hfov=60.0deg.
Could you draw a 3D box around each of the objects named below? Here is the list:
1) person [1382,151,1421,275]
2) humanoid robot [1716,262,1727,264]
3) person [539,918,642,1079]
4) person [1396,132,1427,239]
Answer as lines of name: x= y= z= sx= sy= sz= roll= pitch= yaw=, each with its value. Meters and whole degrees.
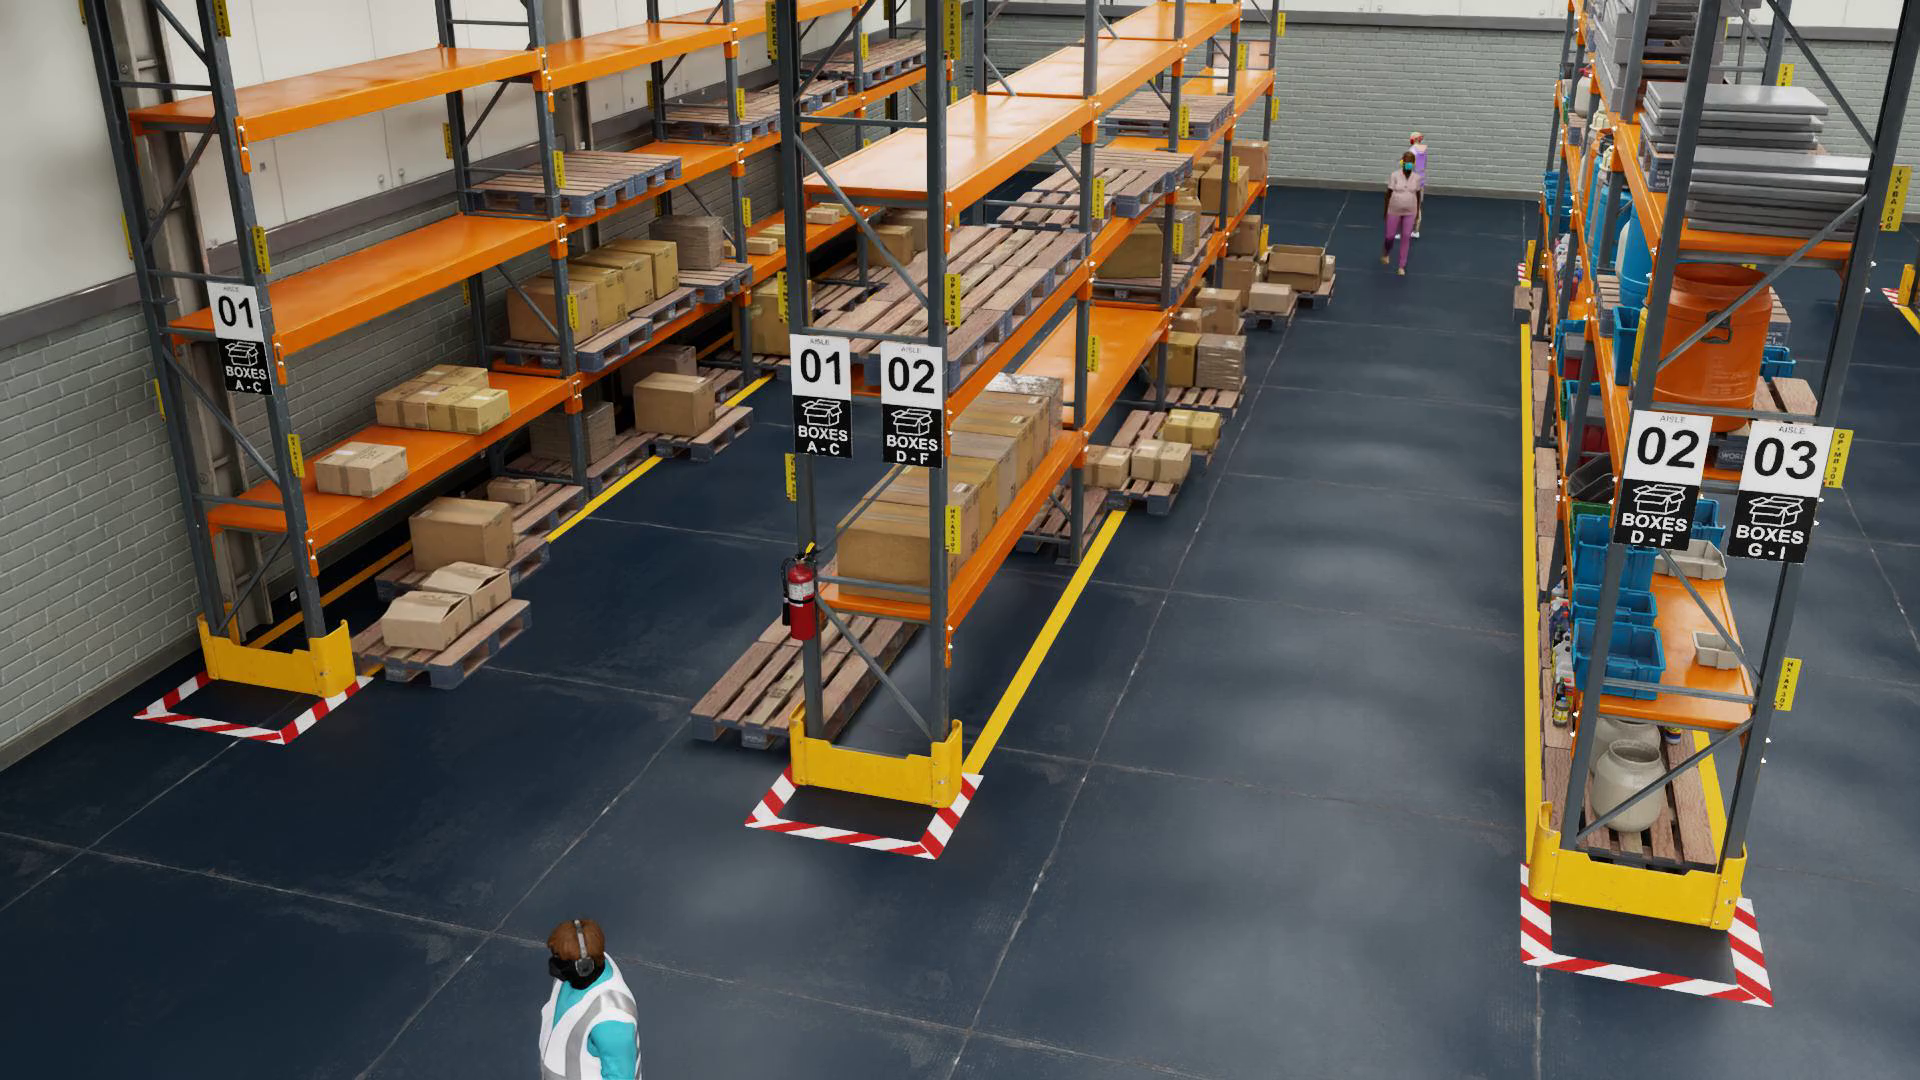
person: x=6.461 y=-4.800 z=24.371 sx=0.540 sy=1.787 sz=0.475 roll=1 pitch=23 yaw=3
humanoid robot: x=11.257 y=-4.900 z=24.808 sx=0.595 sy=1.626 sz=0.765 roll=-19 pitch=30 yaw=-37
person: x=-1.640 y=2.477 z=7.445 sx=0.429 sy=1.843 sz=0.624 roll=-13 pitch=26 yaw=-27
person: x=7.181 y=-5.621 z=26.418 sx=0.489 sy=1.688 sz=0.351 roll=-14 pitch=27 yaw=-29
